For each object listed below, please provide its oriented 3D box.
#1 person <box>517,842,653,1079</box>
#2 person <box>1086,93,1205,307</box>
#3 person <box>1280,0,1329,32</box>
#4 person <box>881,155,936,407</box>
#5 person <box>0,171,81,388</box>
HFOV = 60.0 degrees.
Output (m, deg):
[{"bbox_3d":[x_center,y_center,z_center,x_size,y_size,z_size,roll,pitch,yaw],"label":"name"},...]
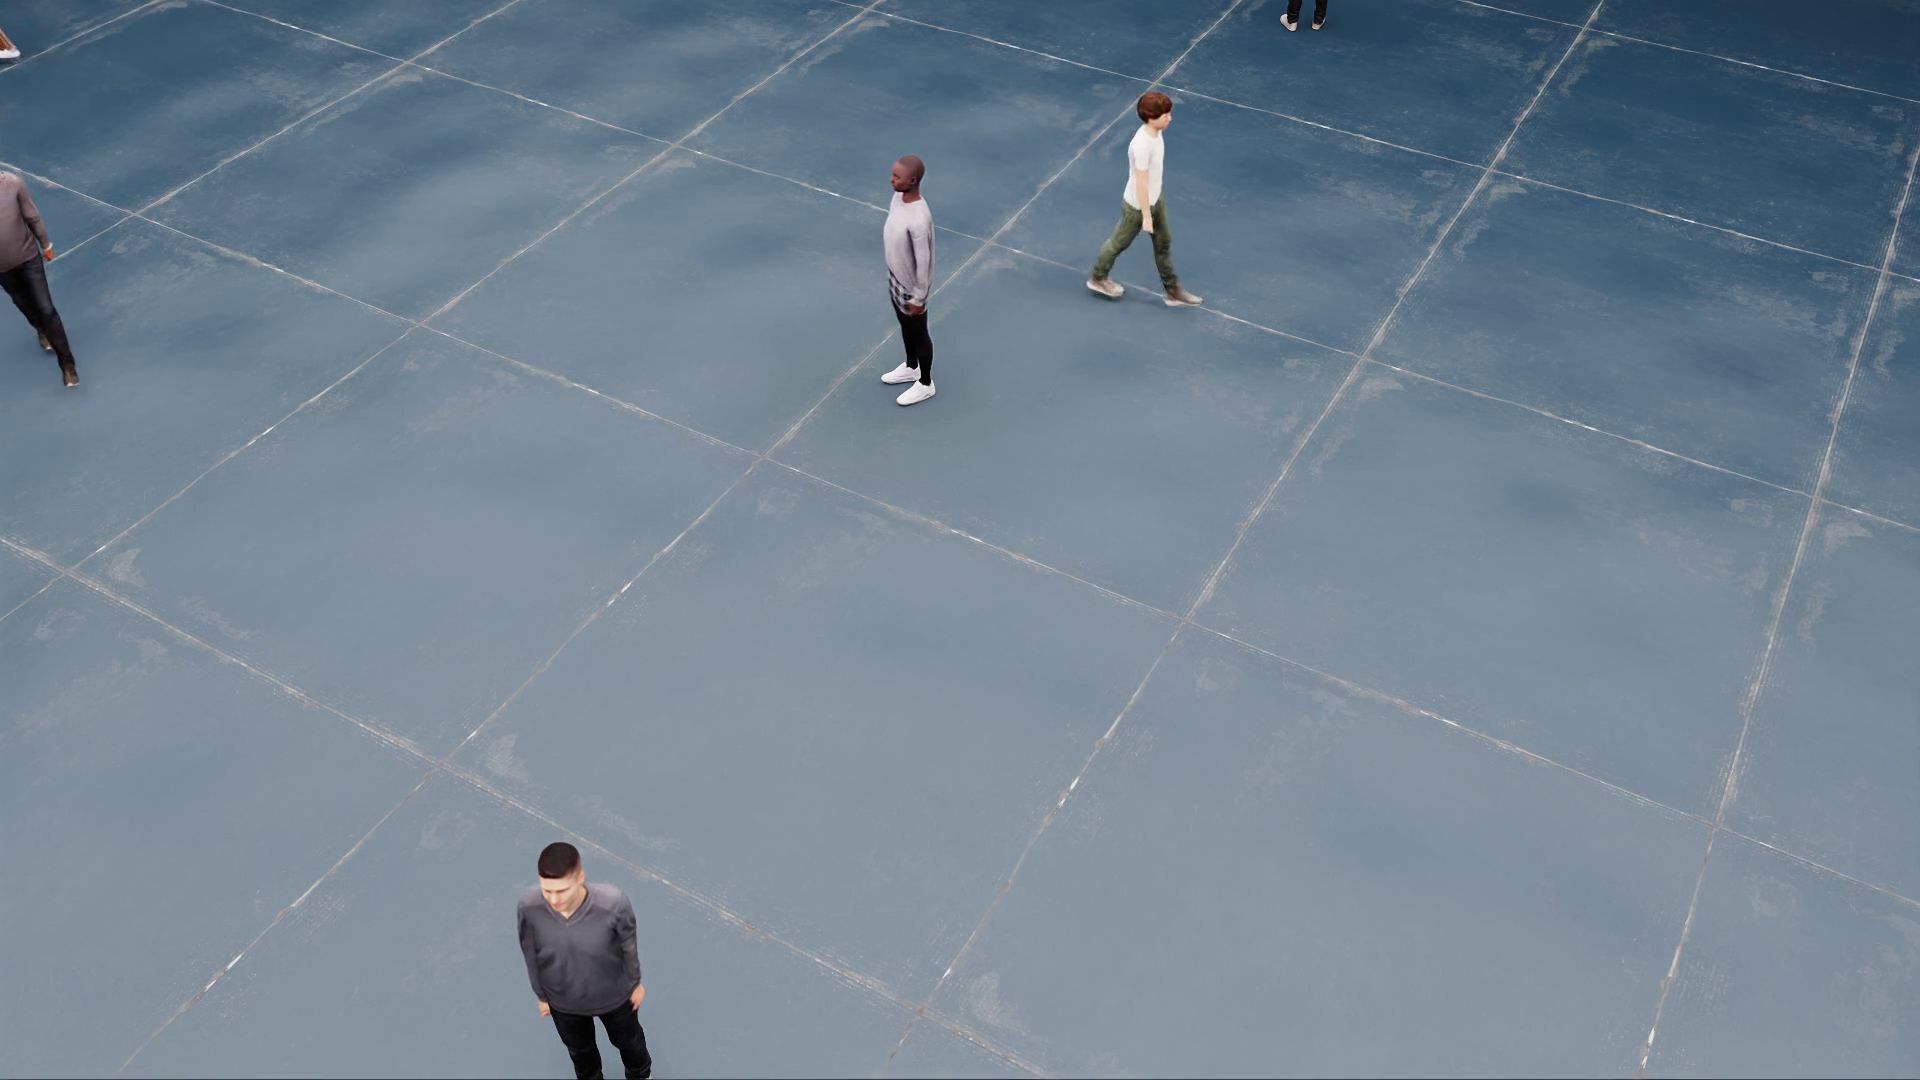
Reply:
[{"bbox_3d":[-1.533,1.844,6.886,0.704,1.761,0.727,-4,42,-4],"label":"person"},{"bbox_3d":[1.196,-2.350,11.617,0.728,1.609,1.062,17,45,17],"label":"person"},{"bbox_3d":[3.194,-5.448,14.918,0.721,1.757,0.728,-1,42,-1],"label":"person"},{"bbox_3d":[-0.314,-1.686,10.765,0.726,1.772,0.699,-16,45,-17],"label":"person"},{"bbox_3d":[-6.302,-1.908,11.043,1.154,1.728,1.099,-6,43,-7],"label":"person"}]
